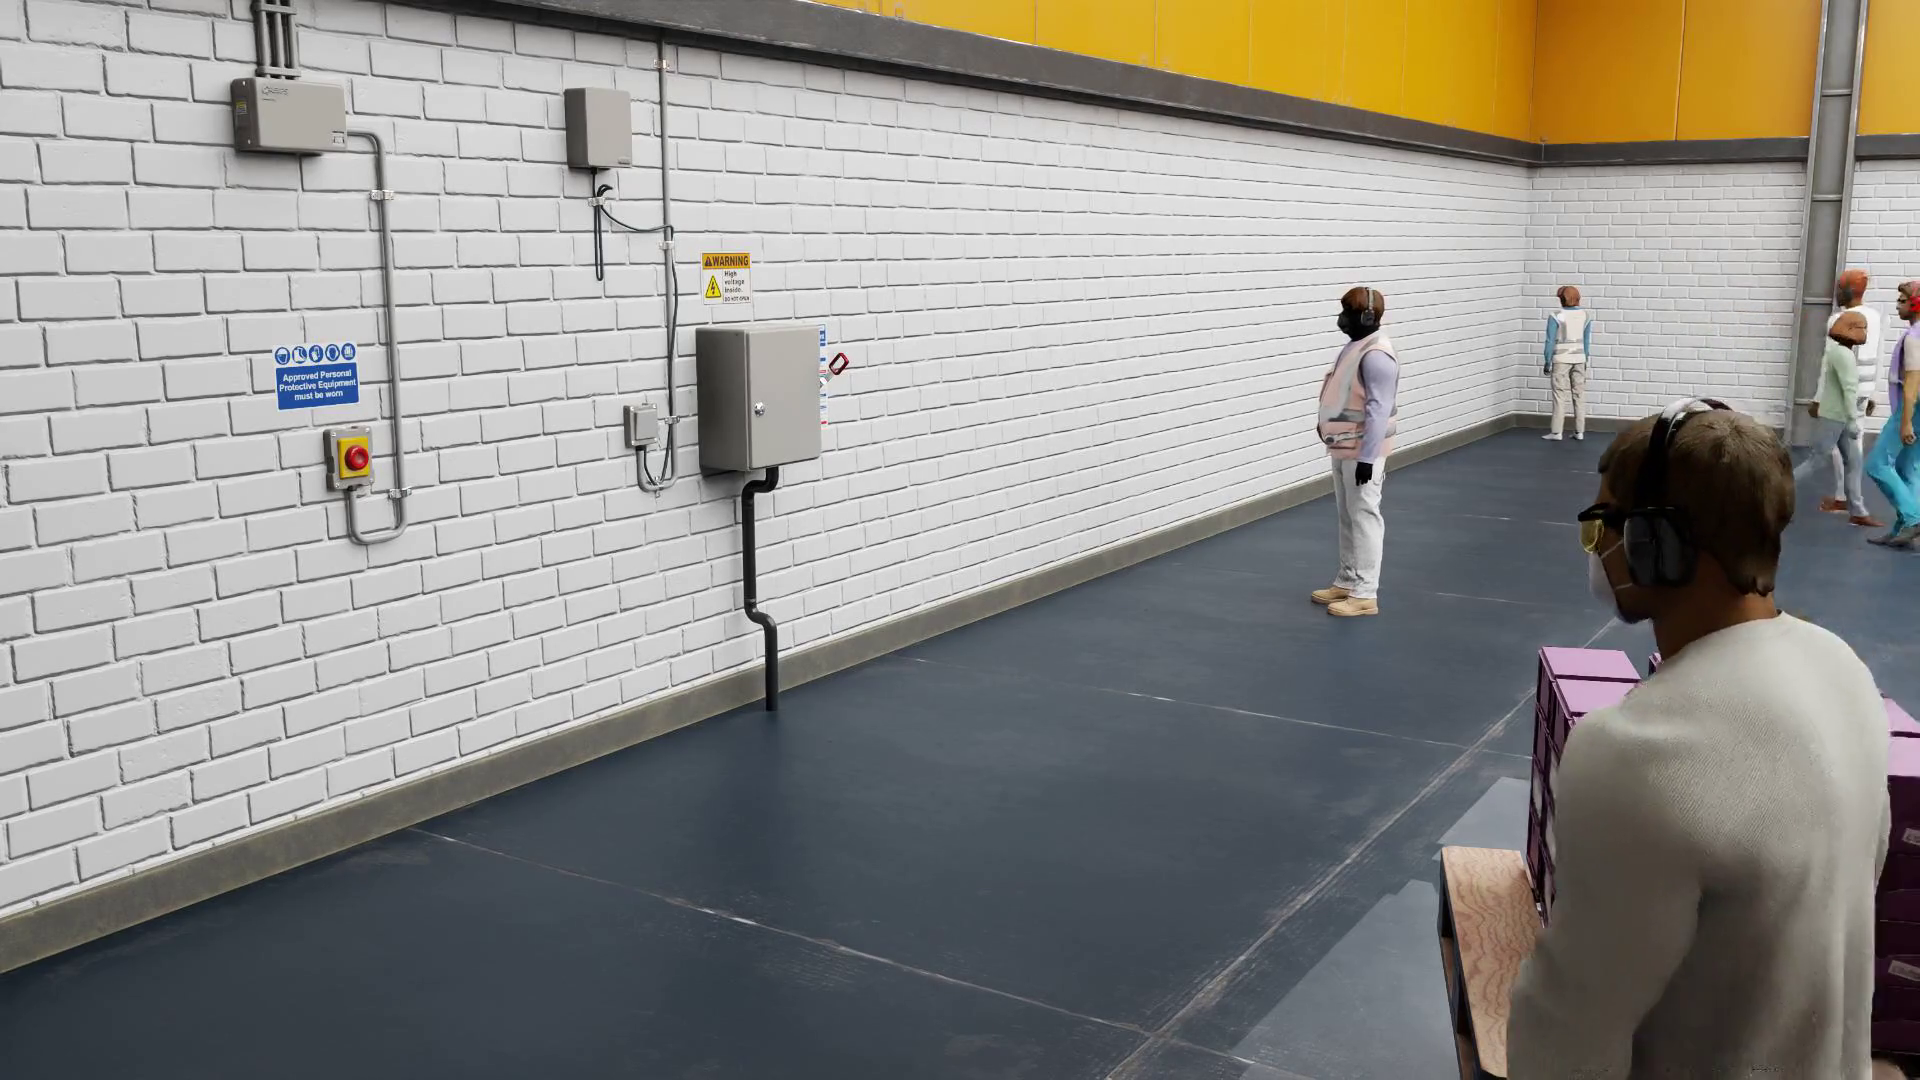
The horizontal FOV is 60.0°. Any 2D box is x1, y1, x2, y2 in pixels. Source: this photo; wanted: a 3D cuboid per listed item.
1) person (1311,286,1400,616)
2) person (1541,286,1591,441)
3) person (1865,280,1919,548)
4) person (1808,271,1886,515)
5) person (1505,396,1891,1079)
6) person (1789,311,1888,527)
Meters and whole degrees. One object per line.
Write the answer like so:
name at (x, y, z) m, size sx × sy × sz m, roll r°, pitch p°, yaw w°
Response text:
person at (2.229, -0.501, 9.390) m, size 0.429 × 1.846 × 0.625 m, roll 0°, pitch 10°, yaw -2°
person at (6.389, -1.855, 17.510) m, size 0.530 × 1.627 × 0.322 m, roll -3°, pitch 11°, yaw -16°
person at (6.458, -0.841, 11.309) m, size 0.572 × 1.823 × 0.454 m, roll -10°, pitch 14°, yaw -43°
person at (6.892, -1.129, 12.870) m, size 0.621 × 1.878 × 0.494 m, roll -6°, pitch 12°, yaw -28°
person at (0.914, 0.782, 2.092) m, size 0.476 × 1.918 × 0.629 m, roll 9°, pitch 14°, yaw 42°
person at (6.414, -0.894, 12.269) m, size 0.824 × 1.598 × 0.505 m, roll 5°, pitch 11°, yaw 25°
